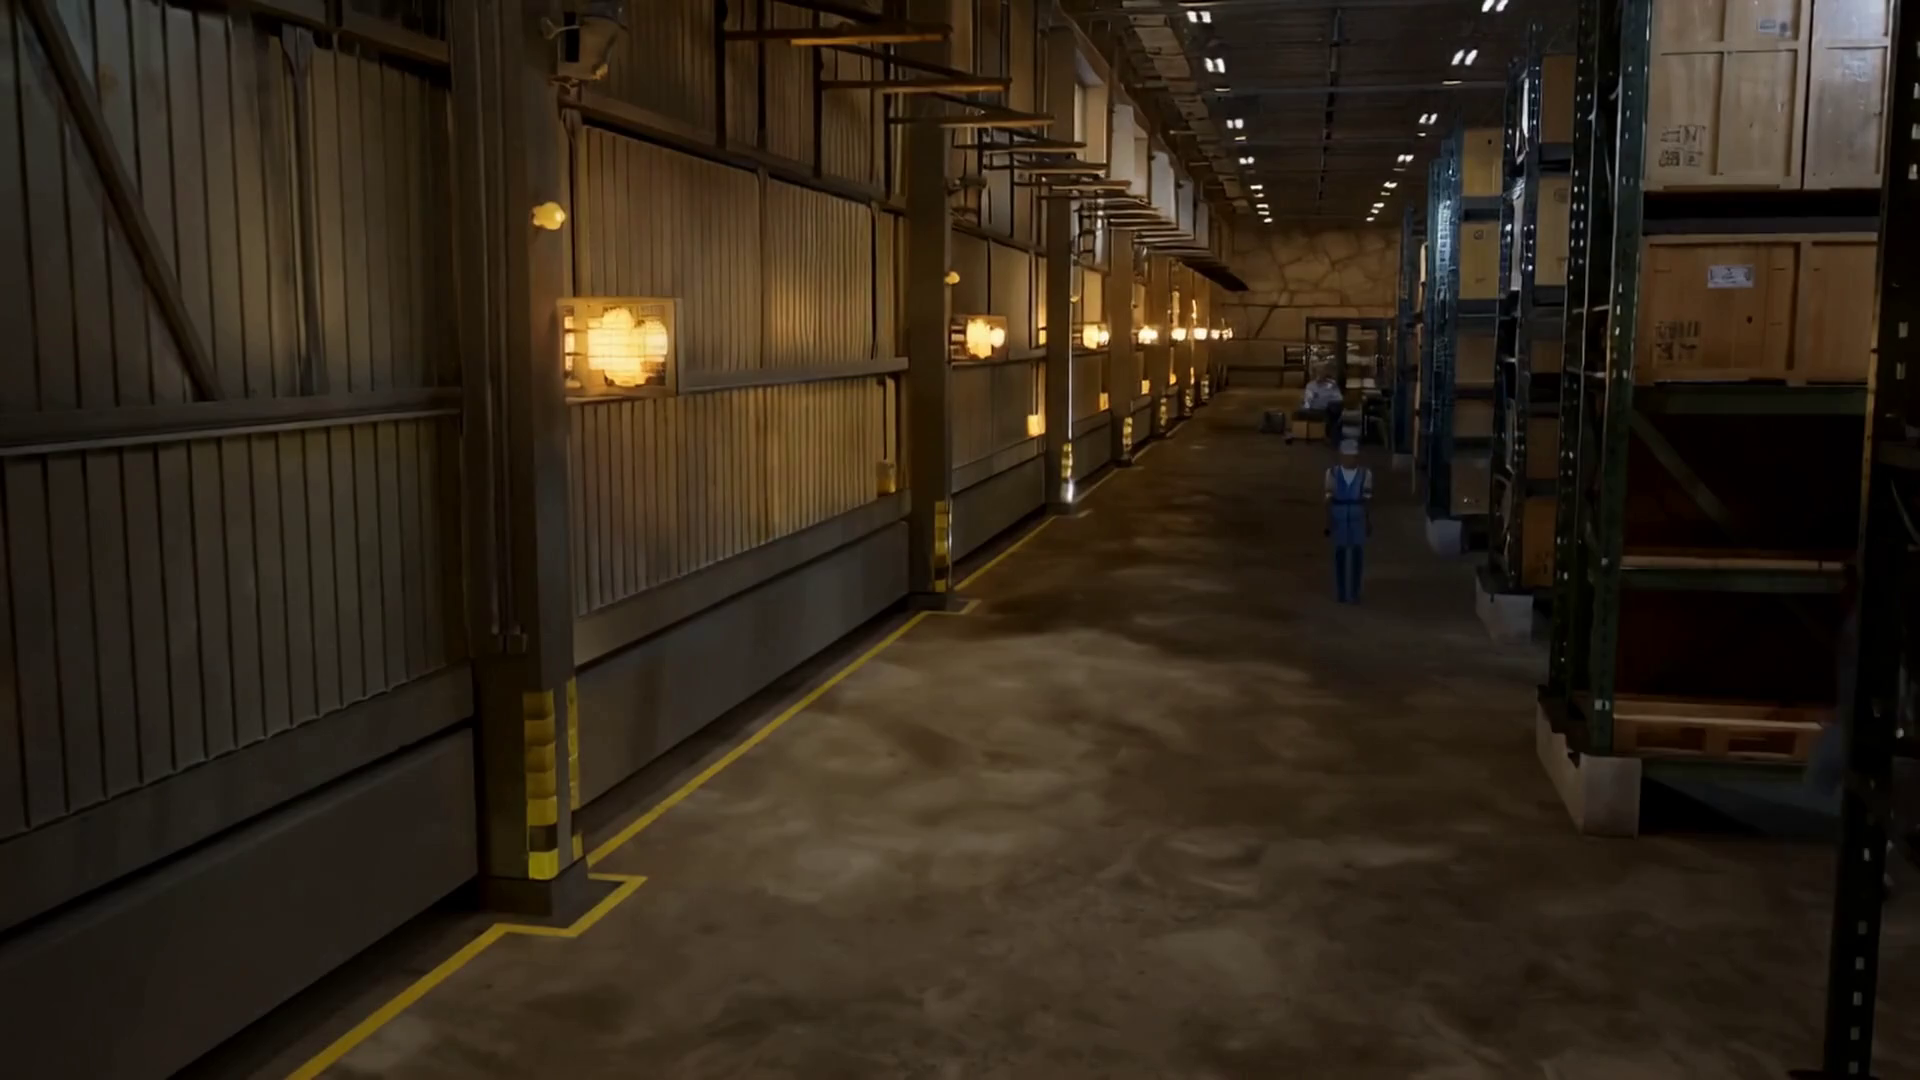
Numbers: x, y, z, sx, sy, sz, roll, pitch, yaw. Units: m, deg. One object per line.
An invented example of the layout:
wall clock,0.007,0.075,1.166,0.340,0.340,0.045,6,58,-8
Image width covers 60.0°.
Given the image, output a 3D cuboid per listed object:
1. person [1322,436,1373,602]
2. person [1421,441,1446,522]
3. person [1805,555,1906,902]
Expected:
person,4.431,-0.227,19.035,0.565,1.921,0.462,2,7,12
person,7.561,-0.999,25.942,0.660,1.725,0.560,0,7,-2
person,4.885,1.019,9.046,0.520,1.916,0.654,2,7,16
